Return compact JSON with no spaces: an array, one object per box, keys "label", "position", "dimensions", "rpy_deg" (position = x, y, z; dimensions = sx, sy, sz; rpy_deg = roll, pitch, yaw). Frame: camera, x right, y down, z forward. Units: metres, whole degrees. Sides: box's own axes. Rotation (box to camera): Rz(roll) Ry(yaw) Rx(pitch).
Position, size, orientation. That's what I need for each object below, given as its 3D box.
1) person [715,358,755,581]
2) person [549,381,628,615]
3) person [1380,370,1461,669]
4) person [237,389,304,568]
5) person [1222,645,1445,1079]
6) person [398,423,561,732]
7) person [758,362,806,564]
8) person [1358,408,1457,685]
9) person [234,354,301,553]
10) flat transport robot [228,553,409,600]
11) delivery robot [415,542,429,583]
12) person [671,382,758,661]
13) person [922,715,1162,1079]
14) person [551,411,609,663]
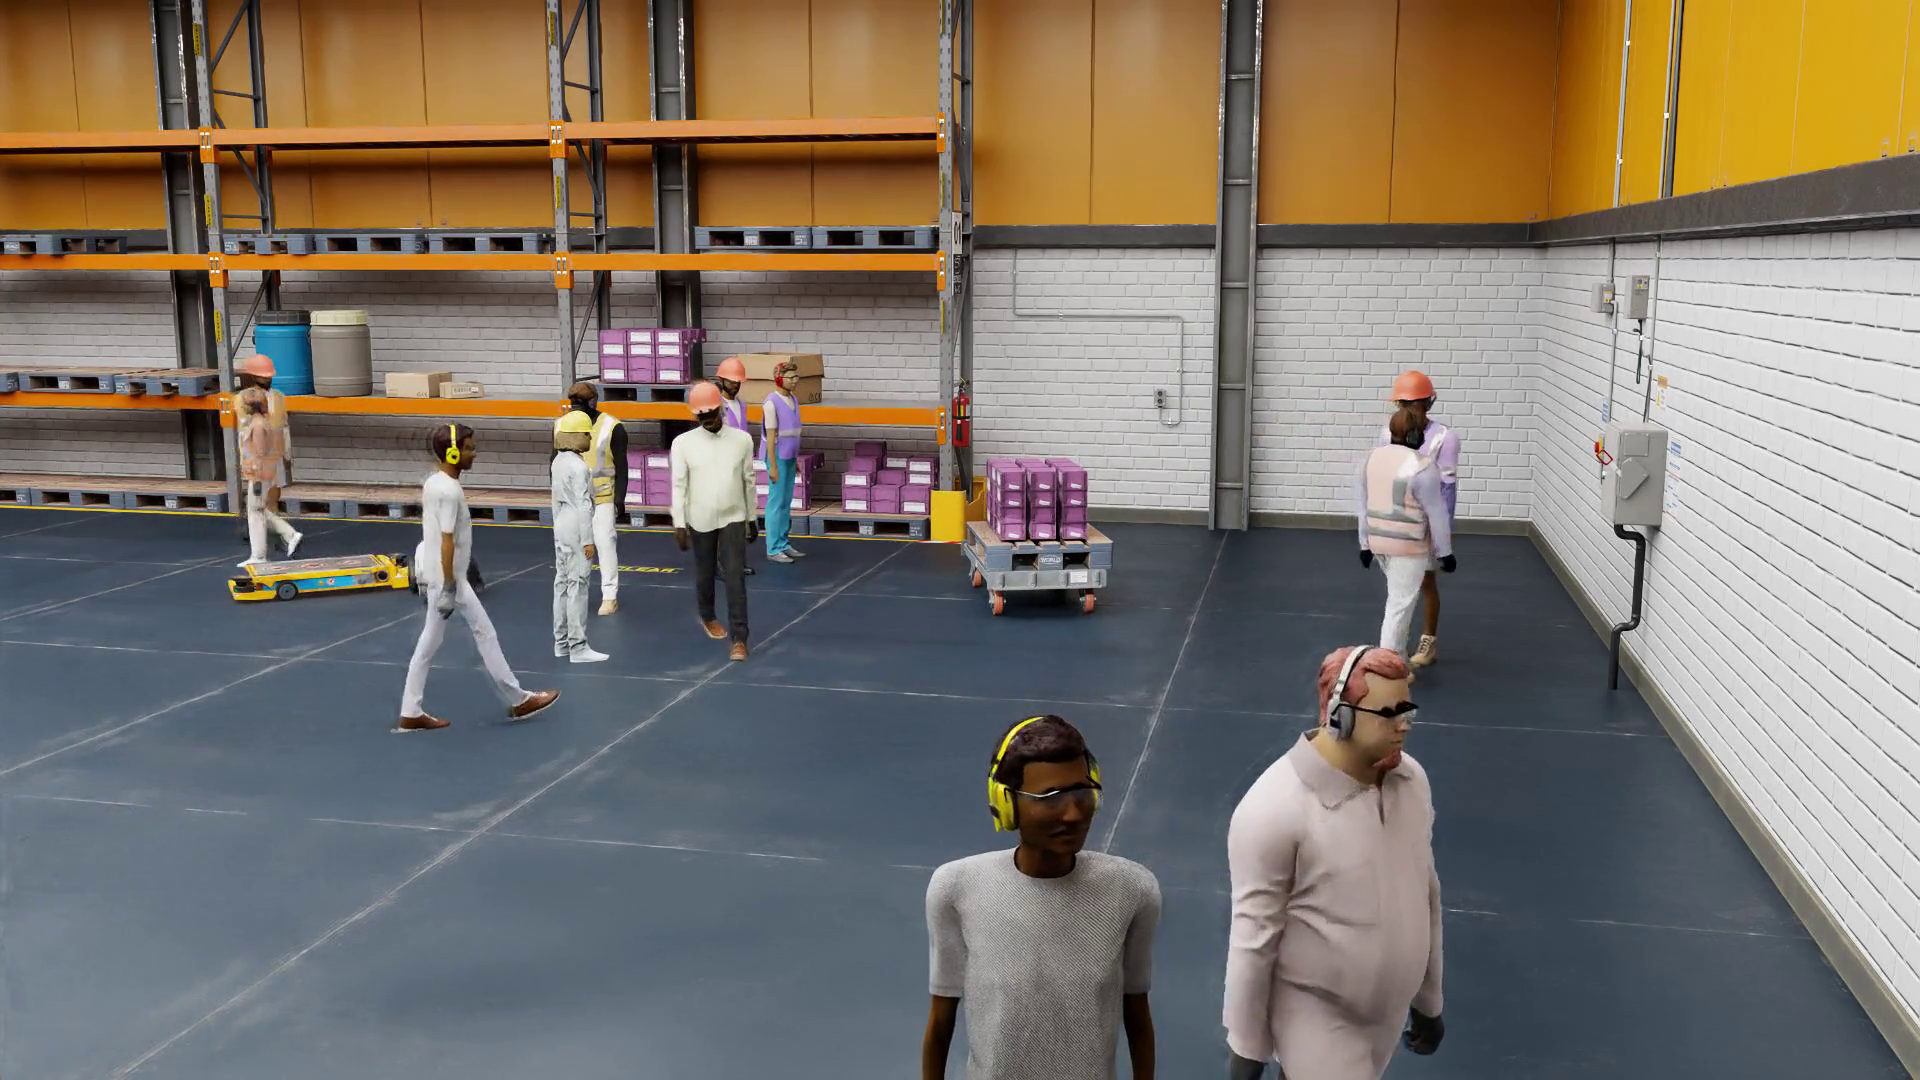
[{"label":"person","position":[-1.998,-0.617,14.488],"dimensions":[0.375,1.931,0.542],"rpy_deg":[5,11,27]},{"label":"person","position":[-2.913,-0.323,13.017],"dimensions":[0.633,1.839,0.429],"rpy_deg":[2,10,11]},{"label":"person","position":[3.094,-0.140,11.360],"dimensions":[0.404,2.038,0.609],"rpy_deg":[-9,13,-43]},{"label":"person","position":[-6.305,-0.565,15.063],"dimensions":[0.497,1.622,0.536],"rpy_deg":[-4,10,-20]},{"label":"person","position":[0.920,1.153,4.221],"dimensions":[0.646,1.867,0.967],"rpy_deg":[-8,12,-39]},{"label":"person","position":[-2.920,0.220,9.865],"dimensions":[0.958,1.825,0.516],"rpy_deg":[-6,11,-32]},{"label":"person","position":[-1.646,-0.719,15.337],"dimensions":[0.393,1.846,0.564],"rpy_deg":[3,10,17]},{"label":"person","position":[2.944,0.052,10.858],"dimensions":[0.579,1.827,0.636],"rpy_deg":[-4,10,-22]},{"label":"person","position":[-6.682,-0.832,15.874],"dimensions":[0.832,1.903,0.553],"rpy_deg":[5,11,26]},{"label":"flat transport robot","position":[-5.352,0.298,13.972],"dimensions":[1.431,0.197,0.652],"rpy_deg":[-5,11,-27]},{"label":"delivery robot","position":[-4.292,0.160,13.673],"dimensions":[0.477,0.478,0.707],"rpy_deg":[-3,10,-16]},{"label":"person","position":[-1.754,-0.167,11.827],"dimensions":[0.629,1.939,1.024],"rpy_deg":[-3,10,-18]},{"label":"person","position":[0.169,1.271,3.470],"dimensions":[0.532,1.876,0.319],"rpy_deg":[-1,10,-3]},{"label":"person","position":[-2.657,-0.027,11.551],"dimensions":[0.323,1.741,0.491],"rpy_deg":[-7,12,-35]}]
